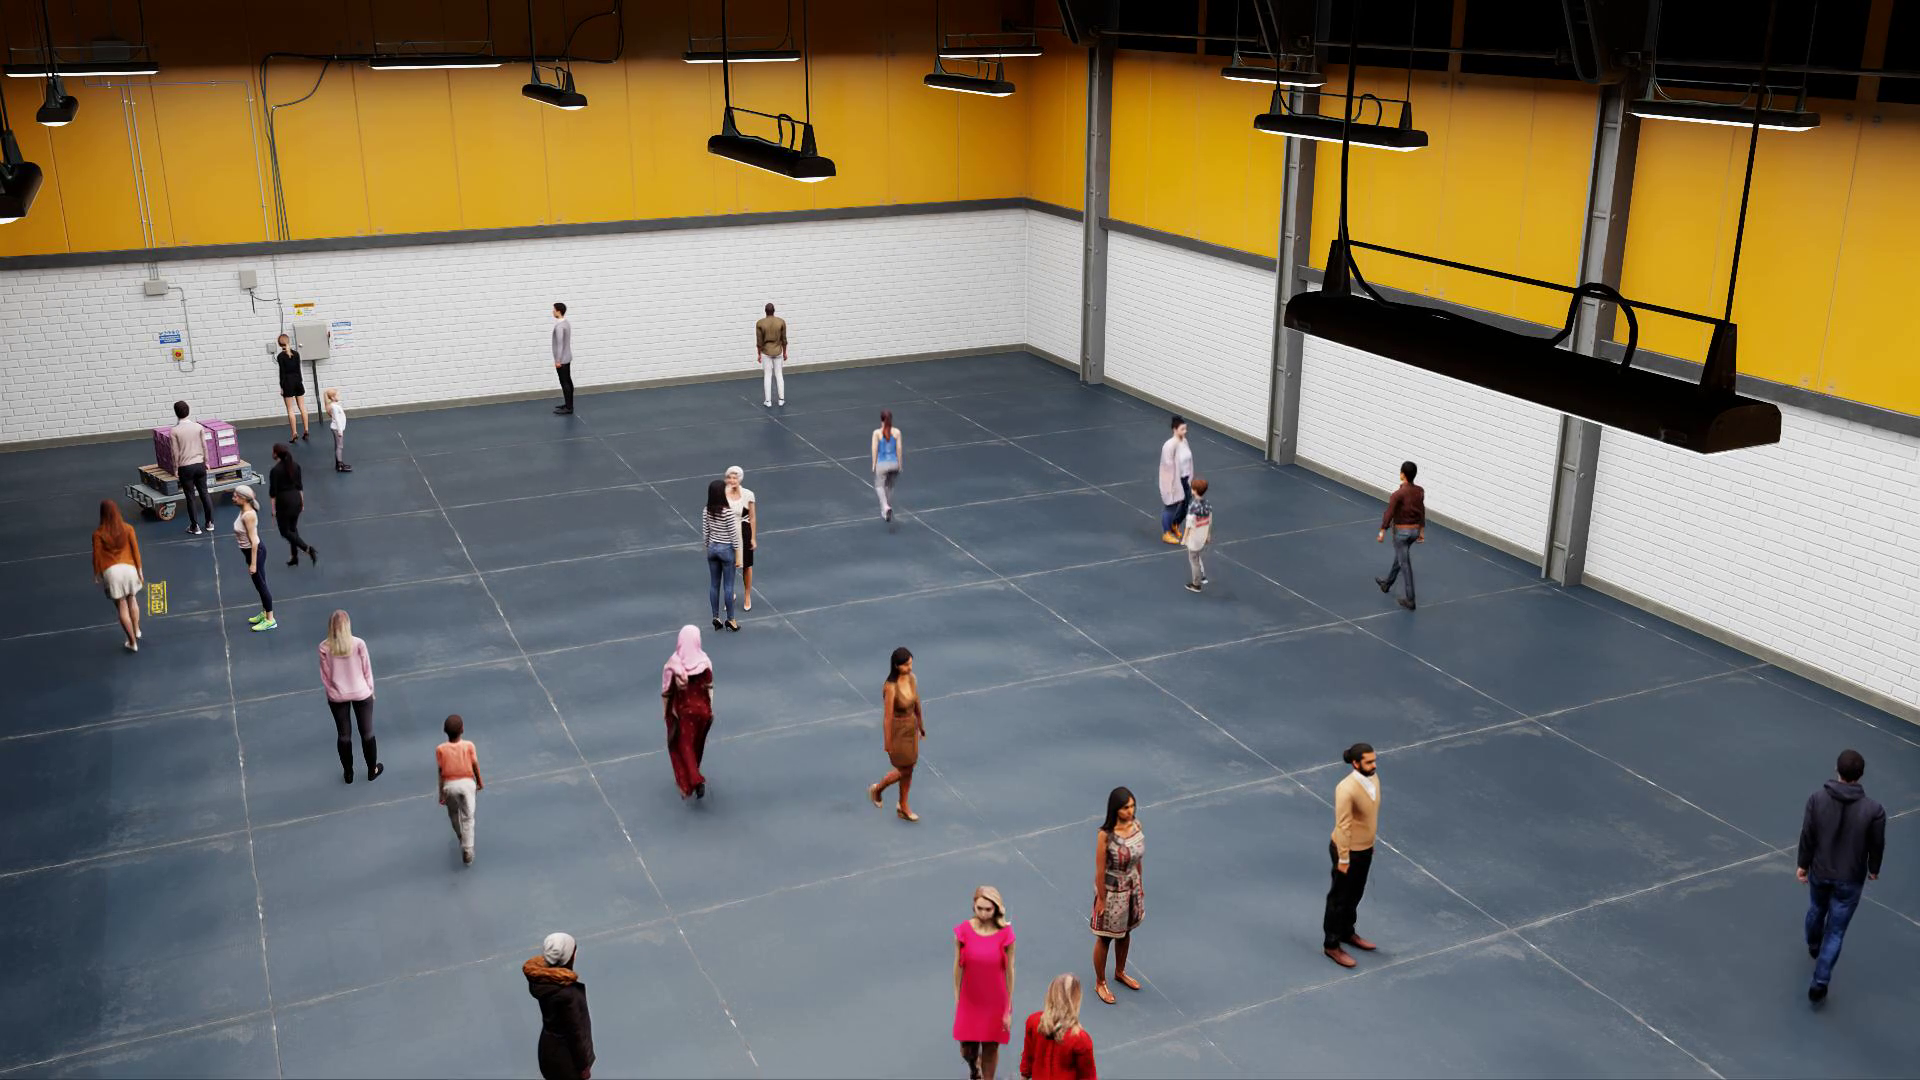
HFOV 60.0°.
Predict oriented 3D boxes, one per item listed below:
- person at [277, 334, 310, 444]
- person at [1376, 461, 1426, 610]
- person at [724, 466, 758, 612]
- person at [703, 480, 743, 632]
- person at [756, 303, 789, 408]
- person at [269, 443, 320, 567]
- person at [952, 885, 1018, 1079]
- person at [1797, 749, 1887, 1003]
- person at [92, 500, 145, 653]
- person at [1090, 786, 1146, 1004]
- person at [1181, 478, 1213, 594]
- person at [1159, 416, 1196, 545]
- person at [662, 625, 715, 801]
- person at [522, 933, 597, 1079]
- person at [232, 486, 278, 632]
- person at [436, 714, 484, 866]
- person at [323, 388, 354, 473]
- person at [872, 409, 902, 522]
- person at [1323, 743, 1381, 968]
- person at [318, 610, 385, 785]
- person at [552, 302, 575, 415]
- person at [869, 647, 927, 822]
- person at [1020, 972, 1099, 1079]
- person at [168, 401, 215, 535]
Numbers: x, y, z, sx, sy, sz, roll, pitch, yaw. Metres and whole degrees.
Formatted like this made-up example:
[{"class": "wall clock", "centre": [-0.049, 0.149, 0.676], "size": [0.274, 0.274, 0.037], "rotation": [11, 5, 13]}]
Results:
[{"class": "person", "centre": [-10.797, -2.456, 26.841], "size": [0.692, 1.767, 0.666], "rotation": [11, 22, 29]}, {"class": "person", "centre": [5.323, -0.027, 19.654], "size": [0.710, 1.749, 1.010], "rotation": [-10, 21, -26]}, {"class": "person", "centre": [-2.631, -0.027, 19.646], "size": [0.709, 1.755, 0.716], "rotation": [3, 19, 8]}, {"class": "person", "centre": [-2.720, 0.180, 18.966], "size": [0.620, 1.796, 0.713], "rotation": [9, 21, 26]}, {"class": "person", "centre": [-3.286, -3.255, 29.121], "size": [0.755, 1.825, 0.636], "rotation": [-5, 19, -15]}, {"class": "person", "centre": [-8.393, -0.392, 20.906], "size": [1.019, 1.642, 0.924], "rotation": [9, 21, 25]}, {"class": "person", "centre": [0.182, 2.959, 10.843], "size": [0.742, 1.715, 0.827], "rotation": [3, 19, 8]}, {"class": "person", "centre": [6.370, 2.471, 12.090], "size": [1.216, 1.844, 1.082], "rotation": [14, 23, 36]}, {"class": "person", "centre": [-9.281, 0.416, 18.419], "size": [0.759, 1.698, 0.903], "rotation": [-17, 25, -41]}, {"class": "person", "centre": [1.156, 2.554, 12.153], "size": [0.697, 1.645, 0.611], "rotation": [-14, 23, -36]}, {"class": "person", "centre": [2.930, -0.049, 20.220], "size": [0.623, 1.430, 0.599], "rotation": [17, 25, 41]}, {"class": "person", "centre": [2.785, -0.799, 21.974], "size": [0.771, 1.732, 0.772], "rotation": [17, 25, 40]}, {"class": "person", "centre": [-2.444, 1.582, 15.111], "size": [0.642, 1.599, 1.021], "rotation": [-8, 20, -22]}, {"class": "person", "centre": [-2.460, 3.172, 10.333], "size": [0.731, 1.636, 0.598], "rotation": [-13, 23, -34]}, {"class": "person", "centre": [-8.099, 0.187, 19.095], "size": [0.670, 1.701, 0.476], "rotation": [-10, 21, -27]}, {"class": "person", "centre": [-4.220, 2.121, 14.007], "size": [0.622, 1.283, 0.903], "rotation": [-4, 19, -12]}, {"class": "person", "centre": [-9.485, -1.684, 25.314], "size": [0.544, 1.279, 0.426], "rotation": [-8, 20, -22]}, {"class": "person", "centre": [-0.994, -0.993, 22.765], "size": [0.646, 1.596, 0.901], "rotation": [-5, 19, -15]}, {"class": "person", "centre": [2.980, 2.340, 12.618], "size": [0.731, 1.754, 0.741], "rotation": [16, 25, 40]}, {"class": "person", "centre": [-5.653, 1.438, 15.400], "size": [0.649, 1.688, 0.619], "rotation": [-3, 19, -10]}, {"class": "person", "centre": [-6.829, -3.143, 28.636], "size": [0.881, 1.923, 0.720], "rotation": [-1, 19, -3]}, {"class": "person", "centre": [-0.589, 1.706, 14.623], "size": [0.859, 1.678, 0.789], "rotation": [9, 21, 25]}, {"class": "person", "centre": [0.515, 3.361, 9.737], "size": [1.142, 1.658, 1.017], "rotation": [15, 24, 38]}, {"class": "person", "centre": [-10.373, -0.988, 22.419], "size": [0.653, 1.807, 0.693], "rotation": [17, 25, 42]}]
